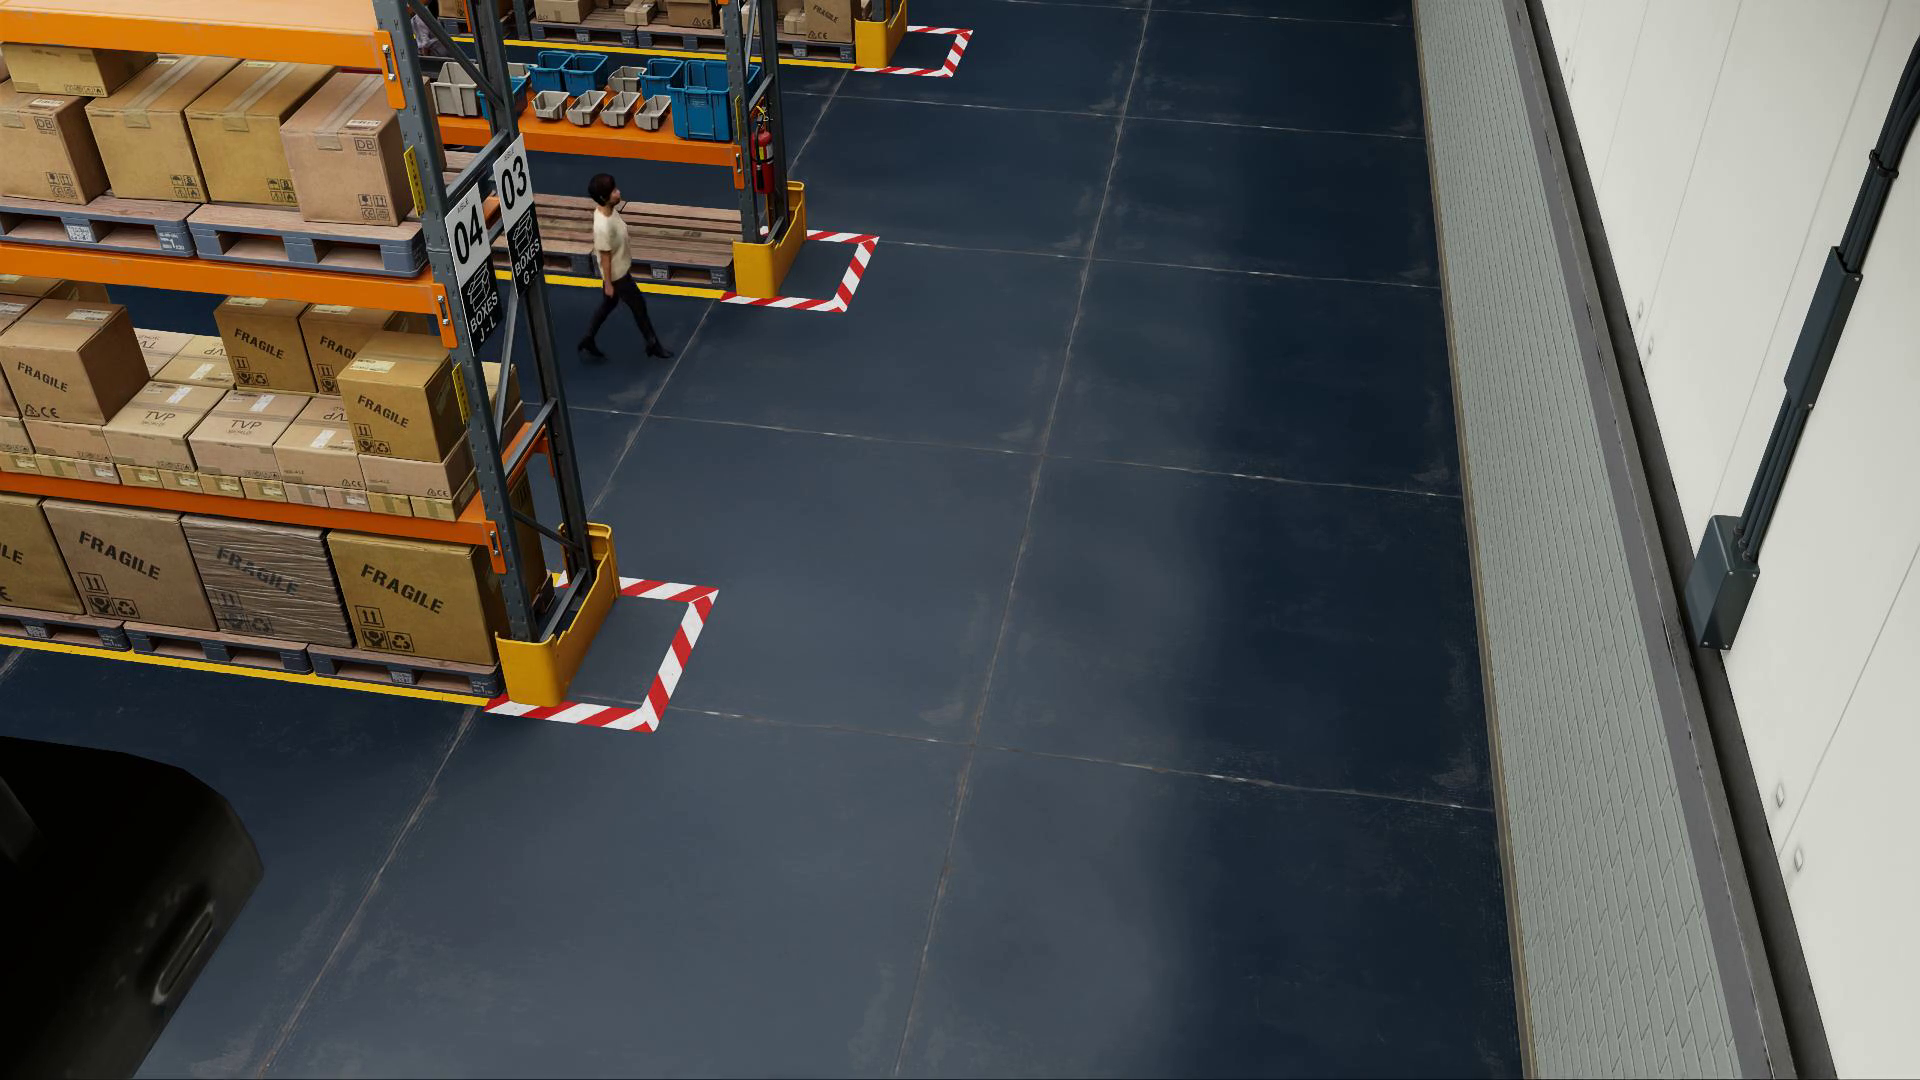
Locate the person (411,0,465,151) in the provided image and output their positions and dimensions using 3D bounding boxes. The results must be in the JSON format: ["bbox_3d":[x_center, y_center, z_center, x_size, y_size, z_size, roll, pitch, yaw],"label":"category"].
[{"bbox_3d":[-4.927,-4.524,15.650,0.539,1.733,0.611,4,38,5],"label":"person"}]

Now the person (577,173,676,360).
[{"bbox_3d":[-2.677,-2.022,12.600,1.052,1.552,0.792,-4,38,-6],"label":"person"}]
